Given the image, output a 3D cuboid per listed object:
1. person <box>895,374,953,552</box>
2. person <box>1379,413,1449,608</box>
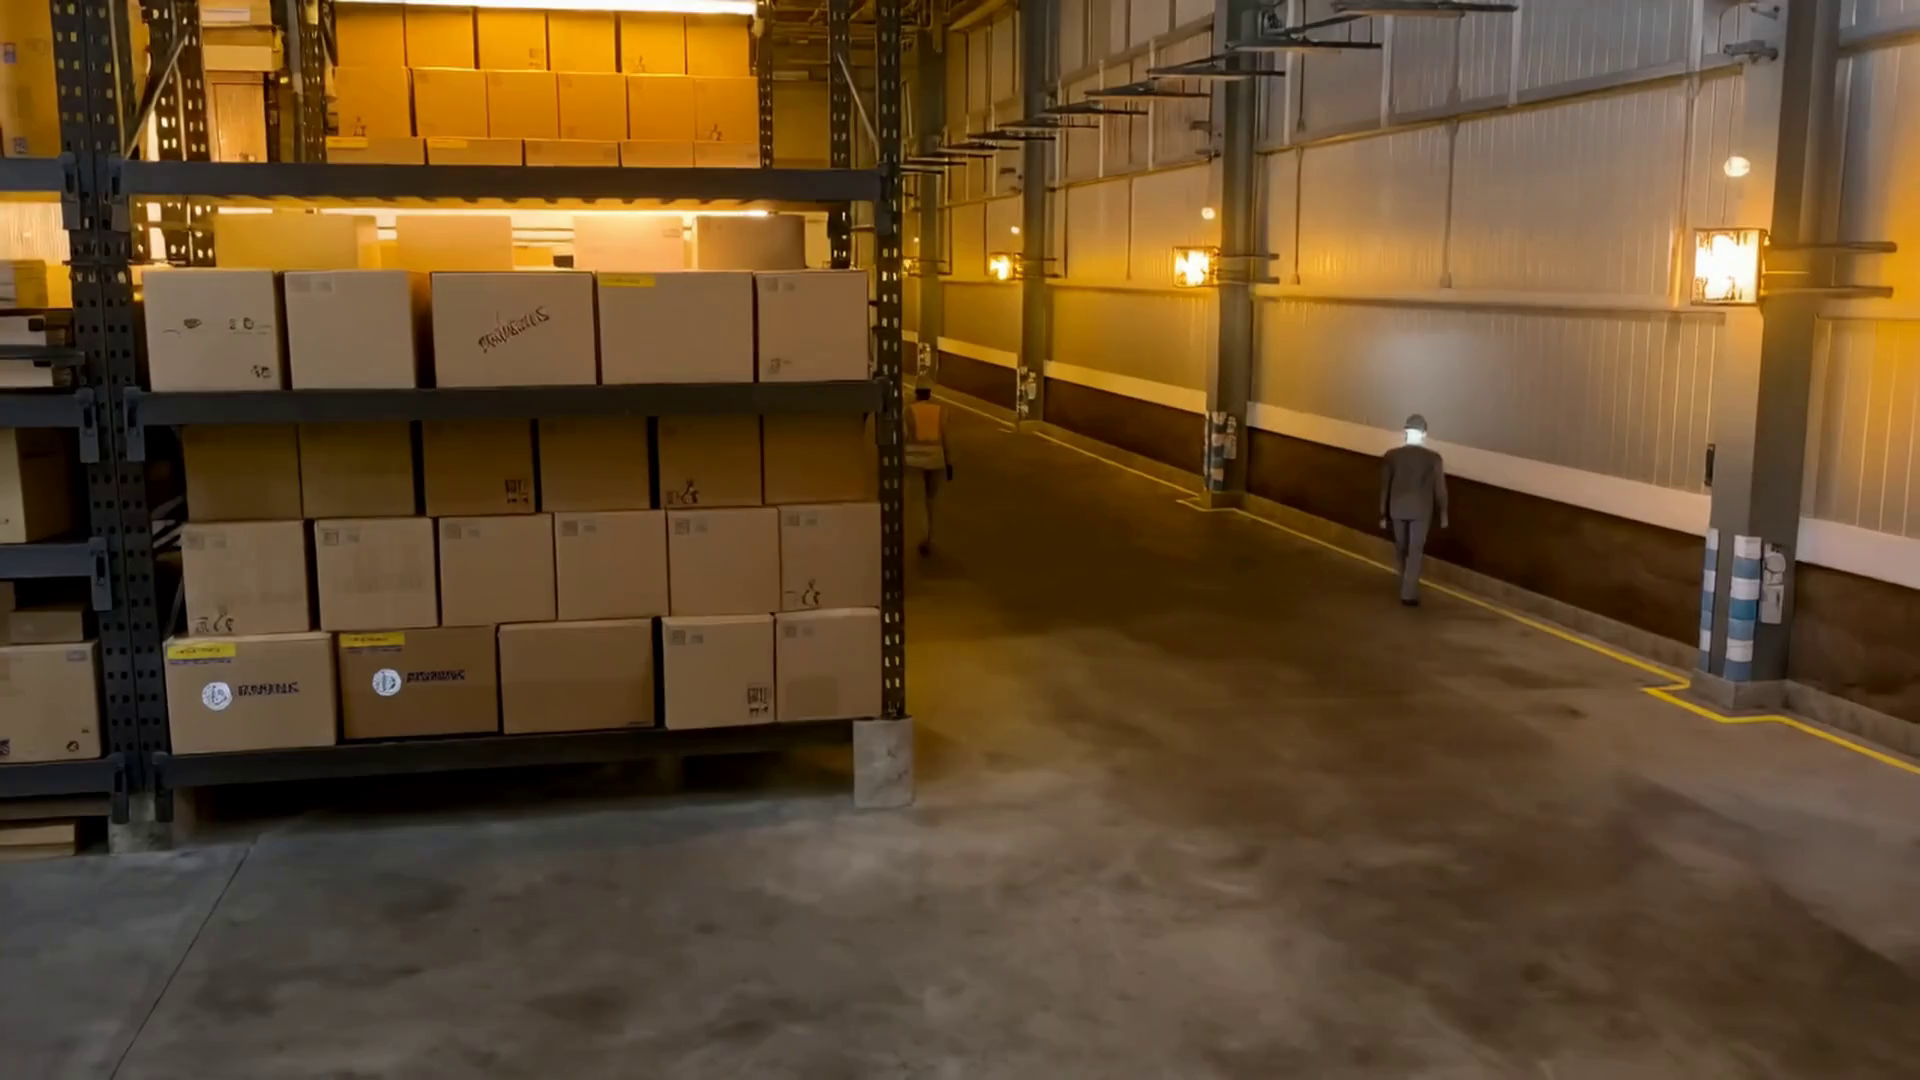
[{"bbox_3d":[-0.395,-0.840,17.941,0.625,1.896,1.035,-3,10,-16],"label":"person"},{"bbox_3d":[4.114,-0.274,14.975,0.571,1.729,0.694,7,12,37],"label":"person"}]
